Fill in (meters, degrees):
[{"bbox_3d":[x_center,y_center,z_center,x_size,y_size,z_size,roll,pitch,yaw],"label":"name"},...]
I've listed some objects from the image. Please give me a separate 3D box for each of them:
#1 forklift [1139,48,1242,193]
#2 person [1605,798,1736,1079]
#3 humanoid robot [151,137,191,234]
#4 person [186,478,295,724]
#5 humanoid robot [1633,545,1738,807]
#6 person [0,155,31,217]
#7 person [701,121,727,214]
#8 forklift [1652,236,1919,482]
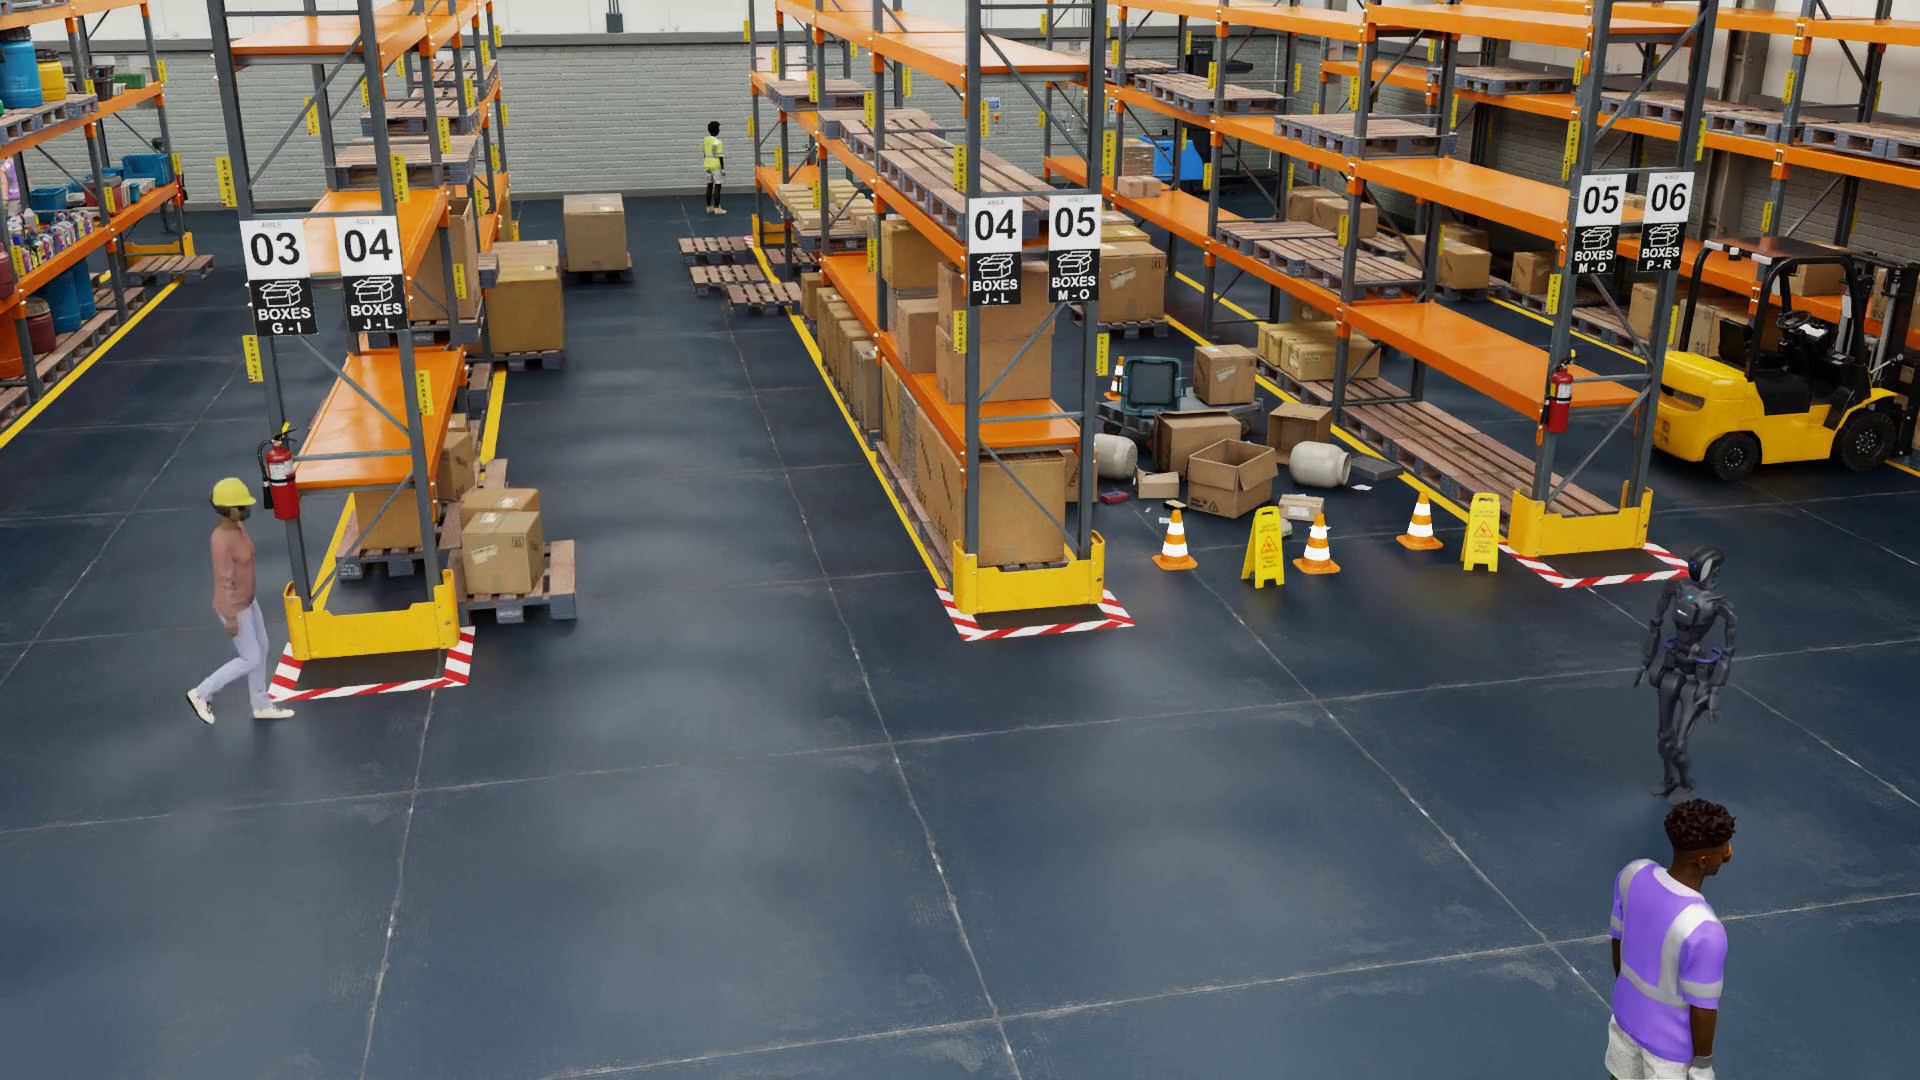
[{"bbox_3d":[4.566,-8.313,32.860,1.873,2.768,1.129,-4,21,-12],"label":"forklift"},{"bbox_3d":[2.798,1.914,6.615,0.368,1.966,0.603,-4,21,-11],"label":"person"},{"bbox_3d":[-13.607,-6.075,28.549,0.584,1.642,0.603,5,21,13],"label":"humanoid robot"},{"bbox_3d":[-4.808,0.428,10.935,0.548,1.750,0.526,-3,21,-9],"label":"person"},{"bbox_3d":[4.367,0.808,10.004,0.386,1.644,0.601,-12,23,-29],"label":"humanoid robot"},{"bbox_3d":[-15.368,-5.563,27.147,0.349,1.688,0.492,11,23,26],"label":"person"},{"bbox_3d":[-4.521,-6.843,30.592,0.538,1.687,0.319,17,26,38],"label":"person"},{"bbox_3d":[8.013,-1.814,16.330,2.313,2.155,1.214,-4,21,-12],"label":"forklift"}]
